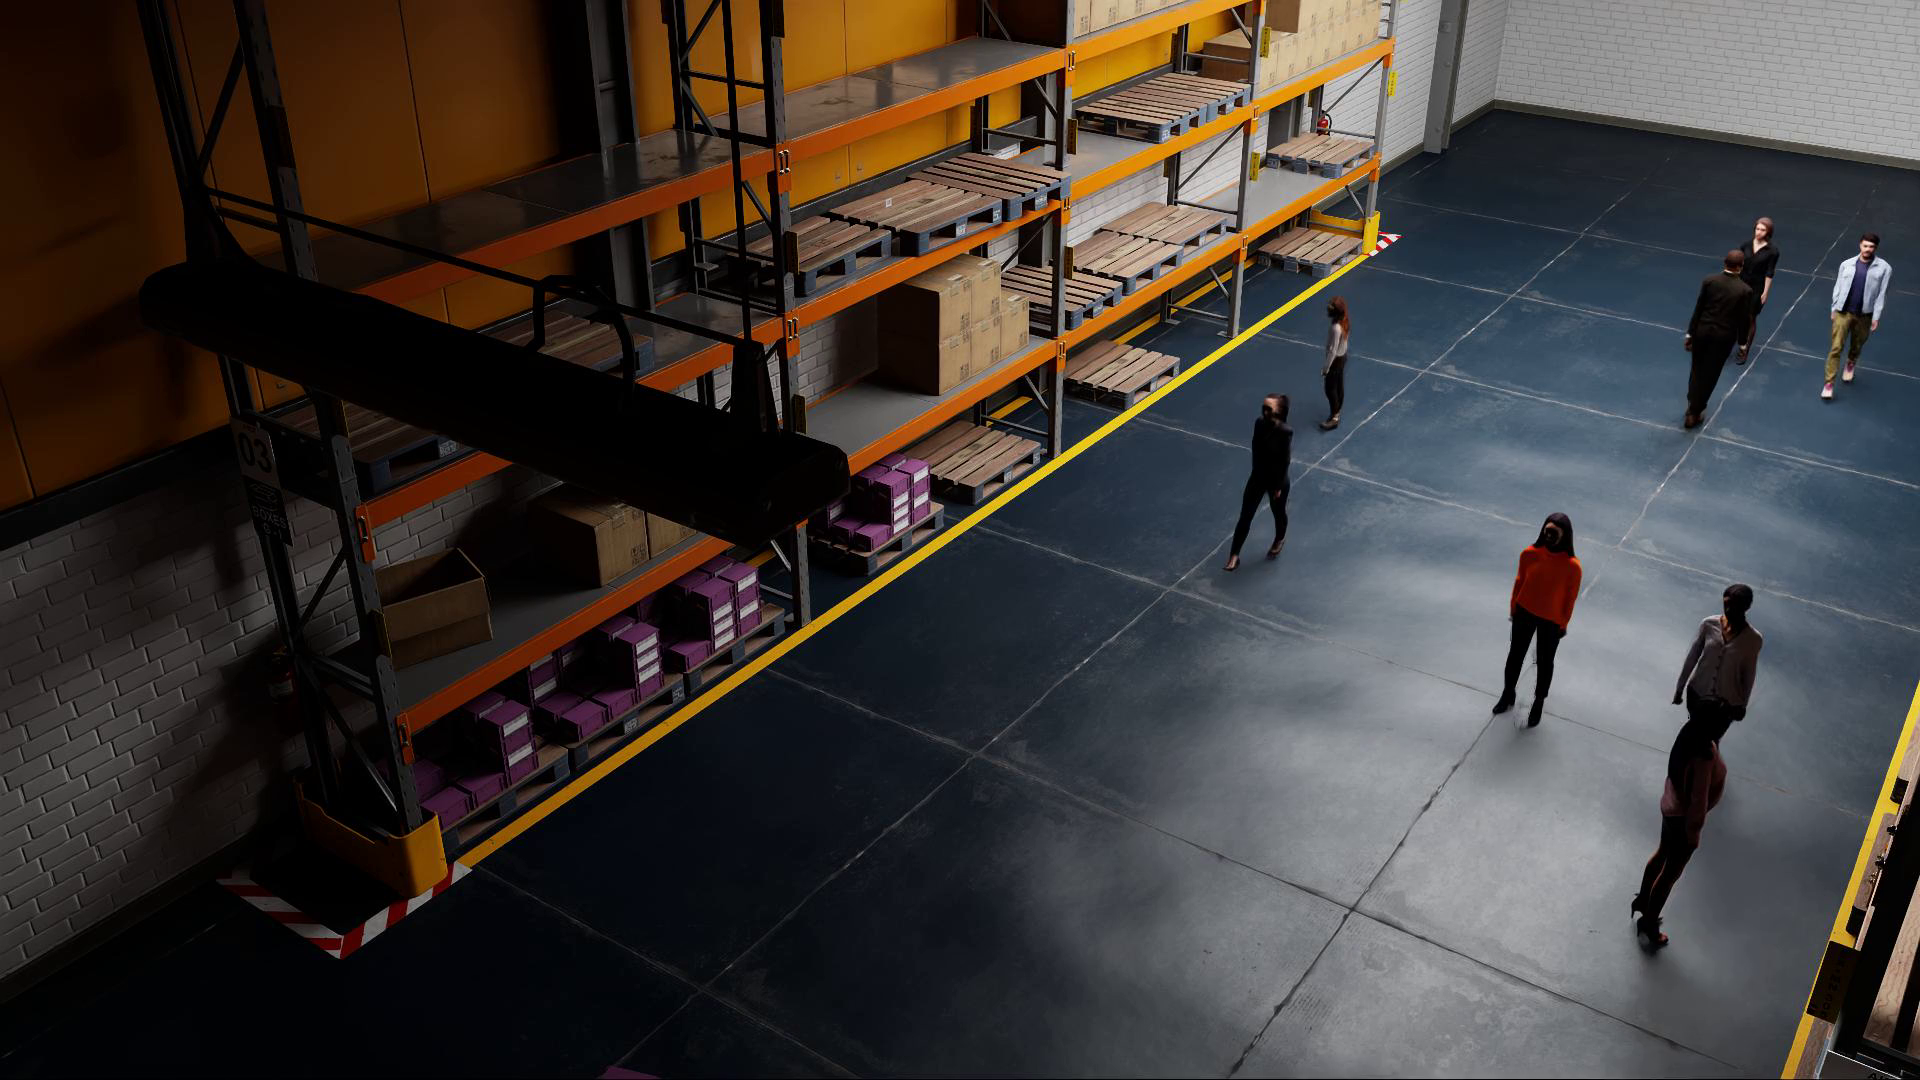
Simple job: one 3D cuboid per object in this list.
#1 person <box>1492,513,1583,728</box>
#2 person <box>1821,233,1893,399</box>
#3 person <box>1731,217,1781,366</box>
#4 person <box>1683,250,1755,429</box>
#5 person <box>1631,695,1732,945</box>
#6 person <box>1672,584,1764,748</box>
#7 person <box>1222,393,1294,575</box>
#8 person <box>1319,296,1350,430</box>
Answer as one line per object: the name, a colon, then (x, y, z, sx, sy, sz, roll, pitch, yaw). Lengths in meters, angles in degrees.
person: (4.362, 0.580, 12.509, 0.625, 1.748, 0.553, 21, 35, 33)
person: (9.732, -2.463, 18.054, 0.709, 1.780, 1.157, 16, 33, 27)
person: (8.932, -2.828, 18.802, 0.570, 1.703, 0.632, -24, 36, -36)
person: (7.757, -2.045, 17.182, 0.774, 1.880, 0.854, 24, 37, 37)
person: (4.473, 1.729, 10.337, 0.752, 1.810, 0.613, 5, 29, 9)
person: (5.308, 1.061, 11.640, 0.712, 1.735, 1.137, 23, 36, 35)
person: (2.771, -0.511, 14.604, 1.120, 1.656, 0.738, -25, 37, -38)
person: (3.950, -1.893, 17.341, 0.765, 1.461, 0.517, 17, 33, 28)
